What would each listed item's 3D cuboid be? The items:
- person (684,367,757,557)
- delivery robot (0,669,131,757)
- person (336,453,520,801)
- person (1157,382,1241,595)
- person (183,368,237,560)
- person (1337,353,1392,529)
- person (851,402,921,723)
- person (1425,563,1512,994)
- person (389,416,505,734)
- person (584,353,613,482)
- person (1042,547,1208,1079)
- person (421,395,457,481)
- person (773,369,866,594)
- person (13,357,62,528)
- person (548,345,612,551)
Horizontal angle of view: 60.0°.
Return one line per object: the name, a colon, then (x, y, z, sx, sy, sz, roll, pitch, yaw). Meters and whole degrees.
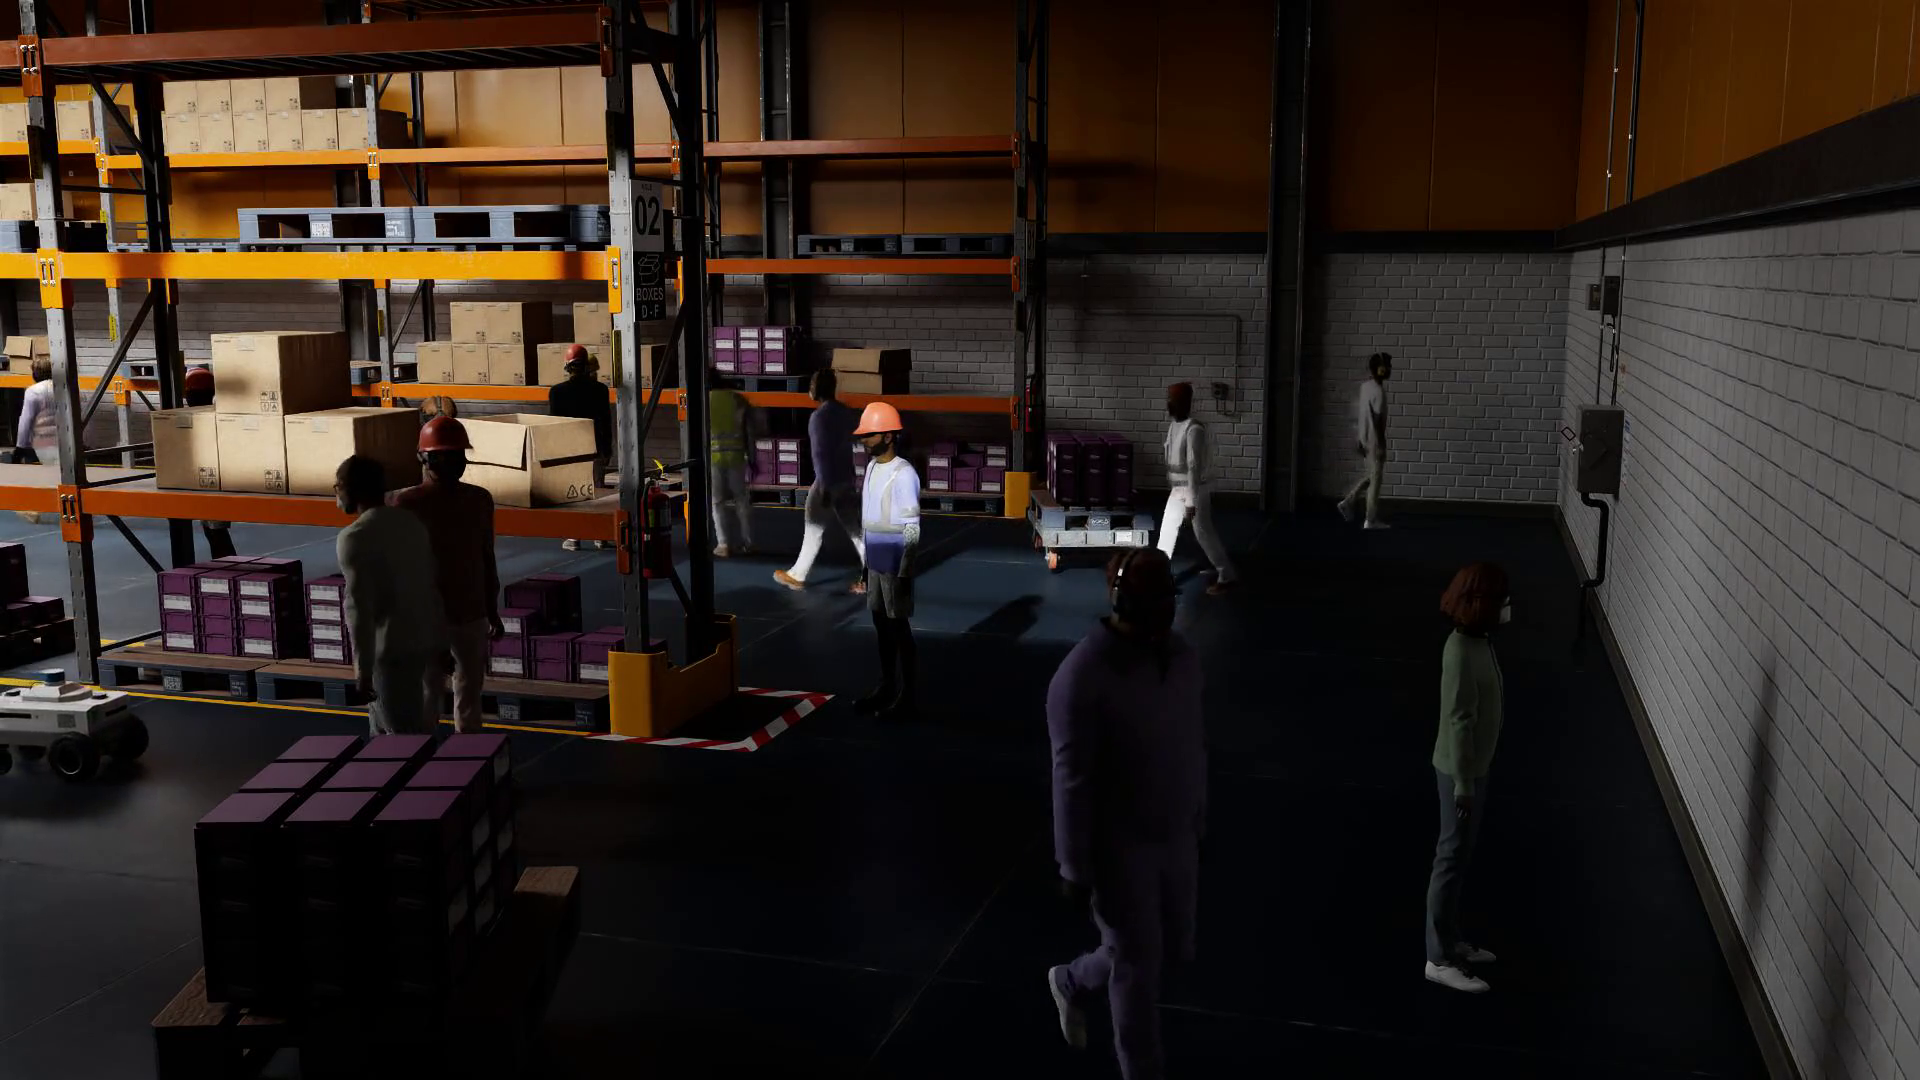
person: (-2.284, -0.739, 15.792, 0.650, 1.805, 0.468, -4, 10, -25)
delivery robot: (-4.906, 0.945, 9.039, 0.707, 0.478, 0.477, 1, 9, 8)
person: (-2.551, 0.531, 7.832, 0.941, 1.891, 0.655, 2, 9, 10)
person: (1.888, -0.400, 13.714, 0.965, 1.820, 0.624, -3, 10, -18)
person: (-6.079, -0.421, 13.443, 0.362, 1.935, 0.553, -8, 12, -39)
person: (4.271, -1.023, 17.339, 0.469, 1.859, 0.542, -2, 9, -11)
person: (-0.460, 0.133, 10.066, 0.372, 1.935, 0.551, -5, 11, -29)
person: (1.951, 0.890, 6.376, 0.271, 1.632, 0.508, 4, 10, 22)
person: (-2.592, 0.367, 8.462, 0.375, 1.997, 0.611, 7, 12, 36)
person: (-3.961, -1.081, 17.790, 0.600, 1.829, 0.404, 4, 10, 23)
person: (0.521, 0.937, 5.320, 0.656, 1.883, 0.696, -9, 13, -44)
person: (-3.672, -0.120, 11.935, 0.429, 1.837, 0.629, -2, 10, -14)
person: (-1.089, -0.482, 13.950, 1.005, 1.889, 0.651, 4, 10, 24)
person: (-9.648, -1.018, 17.515, 0.965, 1.789, 0.629, 1, 9, 8)
person: (-3.686, -0.893, 16.144, 0.612, 1.995, 0.393, -5, 11, -29)
